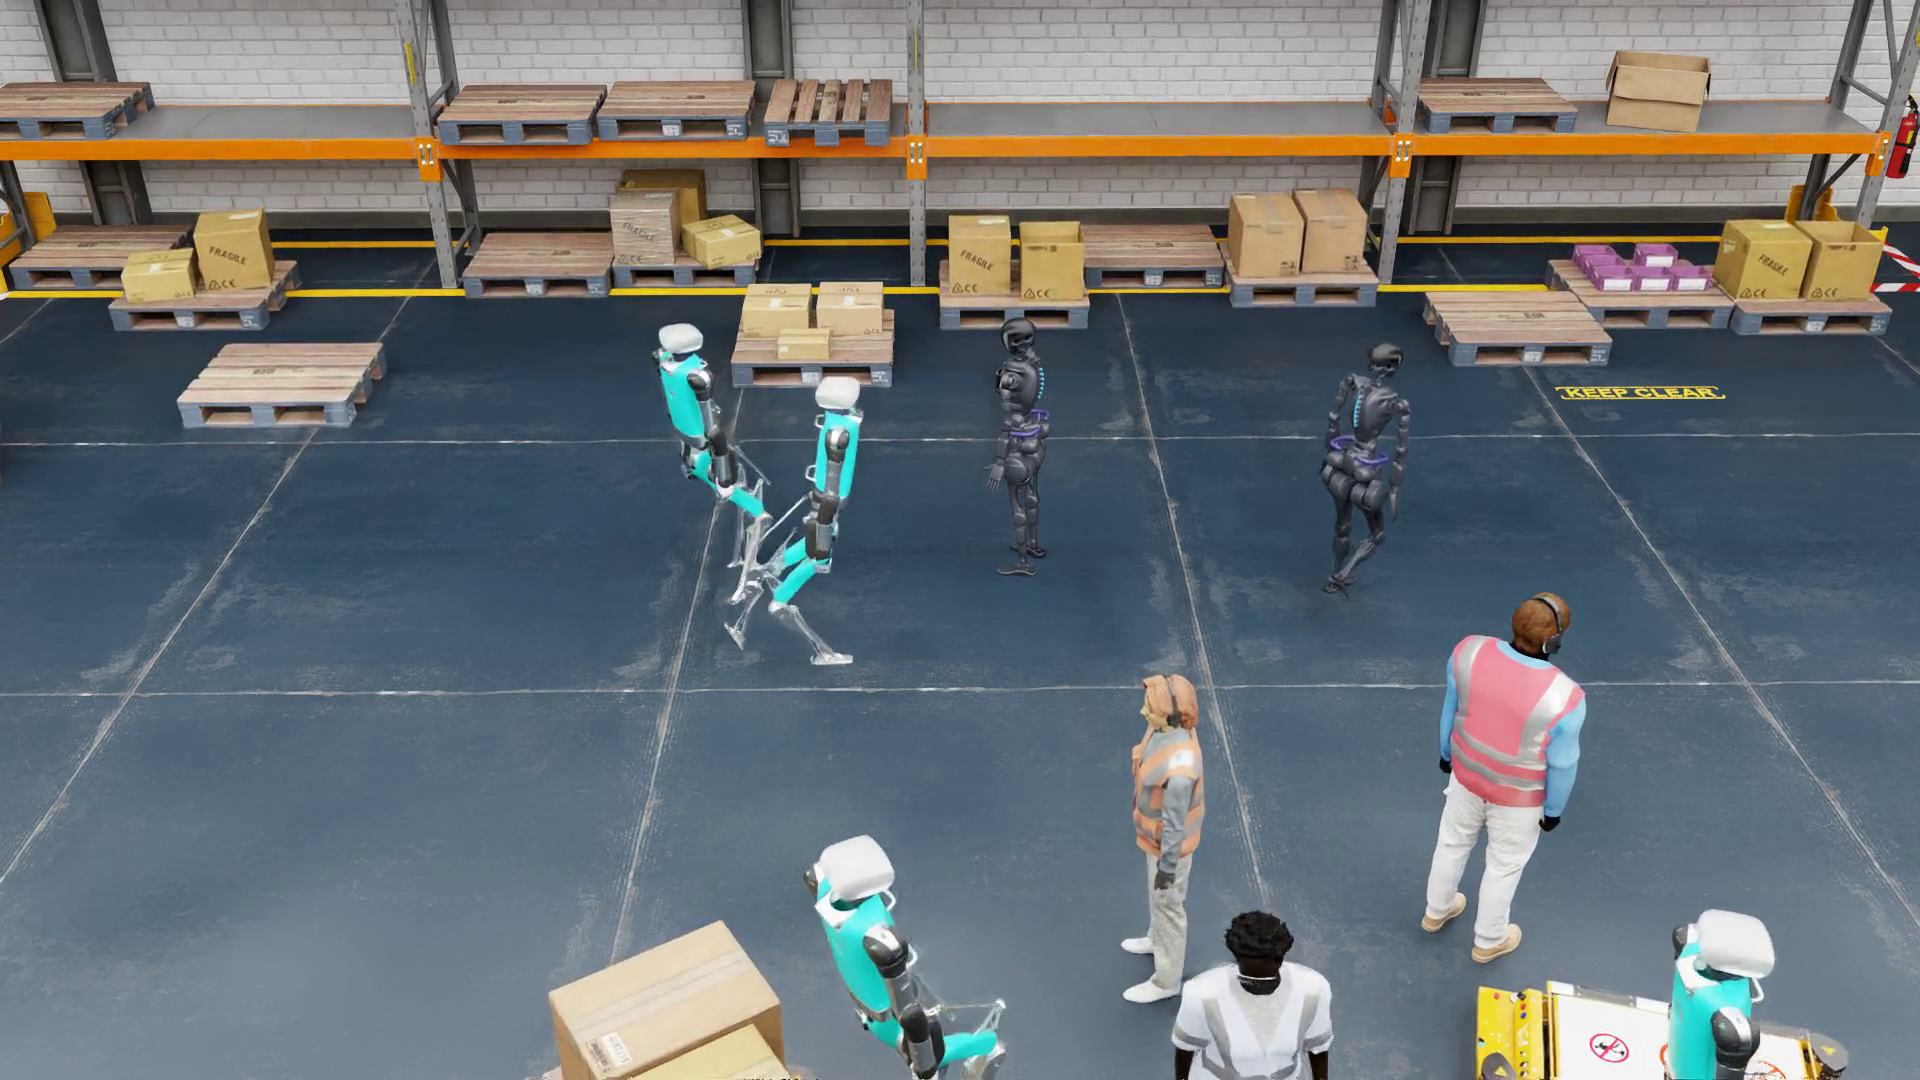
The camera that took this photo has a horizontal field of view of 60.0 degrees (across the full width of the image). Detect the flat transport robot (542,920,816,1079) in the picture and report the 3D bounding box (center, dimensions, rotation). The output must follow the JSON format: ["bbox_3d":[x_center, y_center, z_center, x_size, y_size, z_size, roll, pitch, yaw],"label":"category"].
[{"bbox_3d":[-1.072,2.515,6.223,1.431,0.231,0.659,-18,36,-28],"label":"flat transport robot"}]

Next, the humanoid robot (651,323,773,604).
[{"bbox_3d":[-1.336,-0.486,9.815,0.792,1.792,0.534,-22,38,-32],"label":"humanoid robot"}]

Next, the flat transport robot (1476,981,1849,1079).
[{"bbox_3d":[2.851,2.188,6.768,1.431,0.231,0.659,8,32,13],"label":"flat transport robot"}]

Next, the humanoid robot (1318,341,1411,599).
[{"bbox_3d":[2.292,-0.388,9.697,0.405,1.645,0.608,-22,37,-32],"label":"humanoid robot"}]

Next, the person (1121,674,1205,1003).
[{"bbox_3d":[0.865,1.245,7.017,0.312,1.633,0.514,1,31,2],"label":"person"}]

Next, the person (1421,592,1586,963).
[{"bbox_3d":[2.348,1.021,7.199,0.431,1.838,0.629,-25,39,-35],"label":"person"}]

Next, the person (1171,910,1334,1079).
[{"bbox_3d":[1.015,1.941,5.808,0.525,1.682,0.386,-11,33,-18],"label":"person"}]

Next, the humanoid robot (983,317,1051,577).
[{"bbox_3d":[0.355,-0.560,9.967,0.315,1.653,0.599,12,33,19],"label":"humanoid robot"}]

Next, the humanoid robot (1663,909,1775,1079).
[{"bbox_3d":[2.674,2.009,5.667,0.733,1.798,0.549,2,31,3],"label":"humanoid robot"}]

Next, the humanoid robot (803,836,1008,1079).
[{"bbox_3d":[-0.112,1.733,6.122,0.843,1.787,0.532,-19,36,-29],"label":"humanoid robot"}]

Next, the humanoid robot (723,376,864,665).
[{"bbox_3d":[-0.997,-0.056,9.107,0.958,1.784,0.556,1,31,2],"label":"humanoid robot"}]
